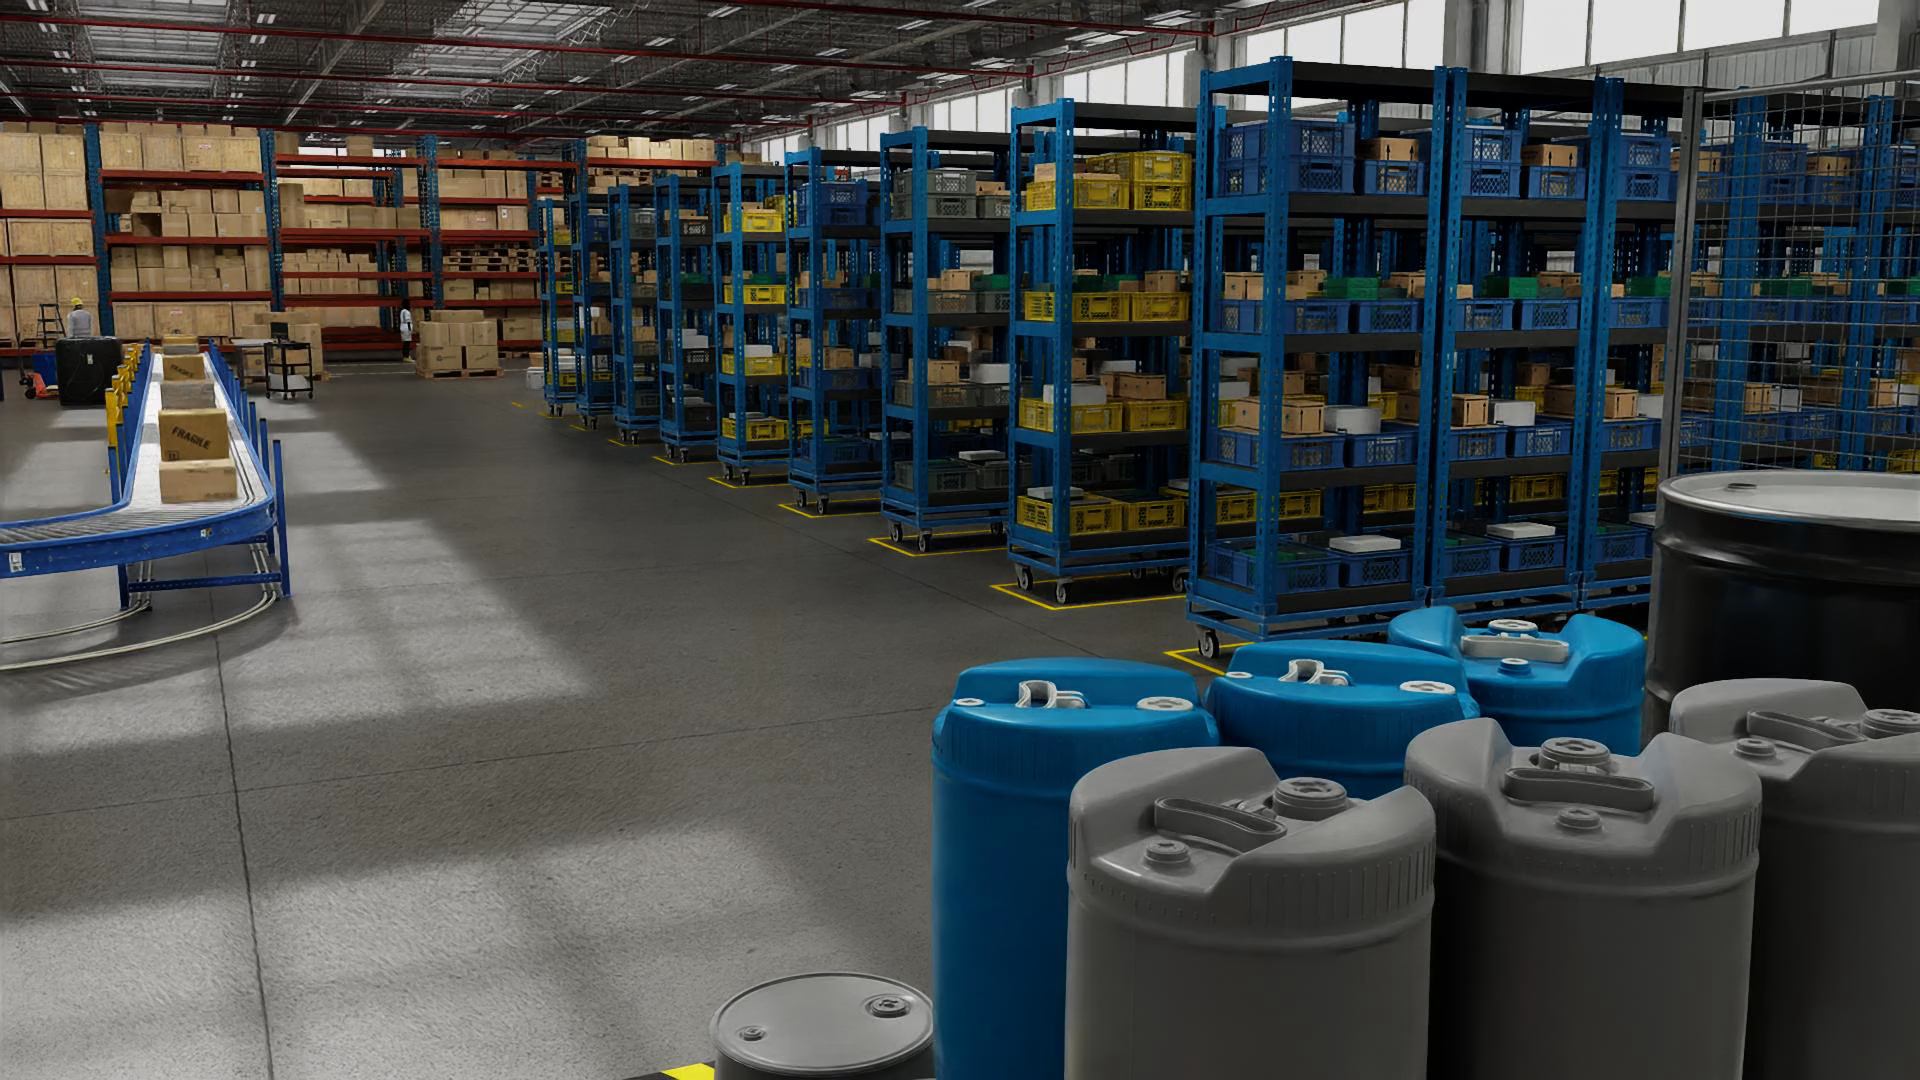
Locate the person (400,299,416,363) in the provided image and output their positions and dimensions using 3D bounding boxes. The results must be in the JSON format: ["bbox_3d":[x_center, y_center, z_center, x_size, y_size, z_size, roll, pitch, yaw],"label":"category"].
[{"bbox_3d":[-14.716,-5.564,44.259,0.317,1.700,0.538,-6,11,-34],"label":"person"}]

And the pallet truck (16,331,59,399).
[{"bbox_3d":[-17.082,-3.353,31.781,1.630,1.274,0.653,-4,10,-25],"label":"pallet truck"}]

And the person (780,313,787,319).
[{"bbox_3d":[-3.082,-3.485,30.673,0.840,1.911,0.604,-3,10,-17],"label":"person"}]

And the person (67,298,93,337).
[{"bbox_3d":[-20.208,-4.647,38.214,0.404,1.824,0.585,5,10,28],"label":"person"}]

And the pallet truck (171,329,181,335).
[{"bbox_3d":[-17.275,-3.851,35.096,1.601,1.201,0.680,0,9,1],"label":"pallet truck"}]
